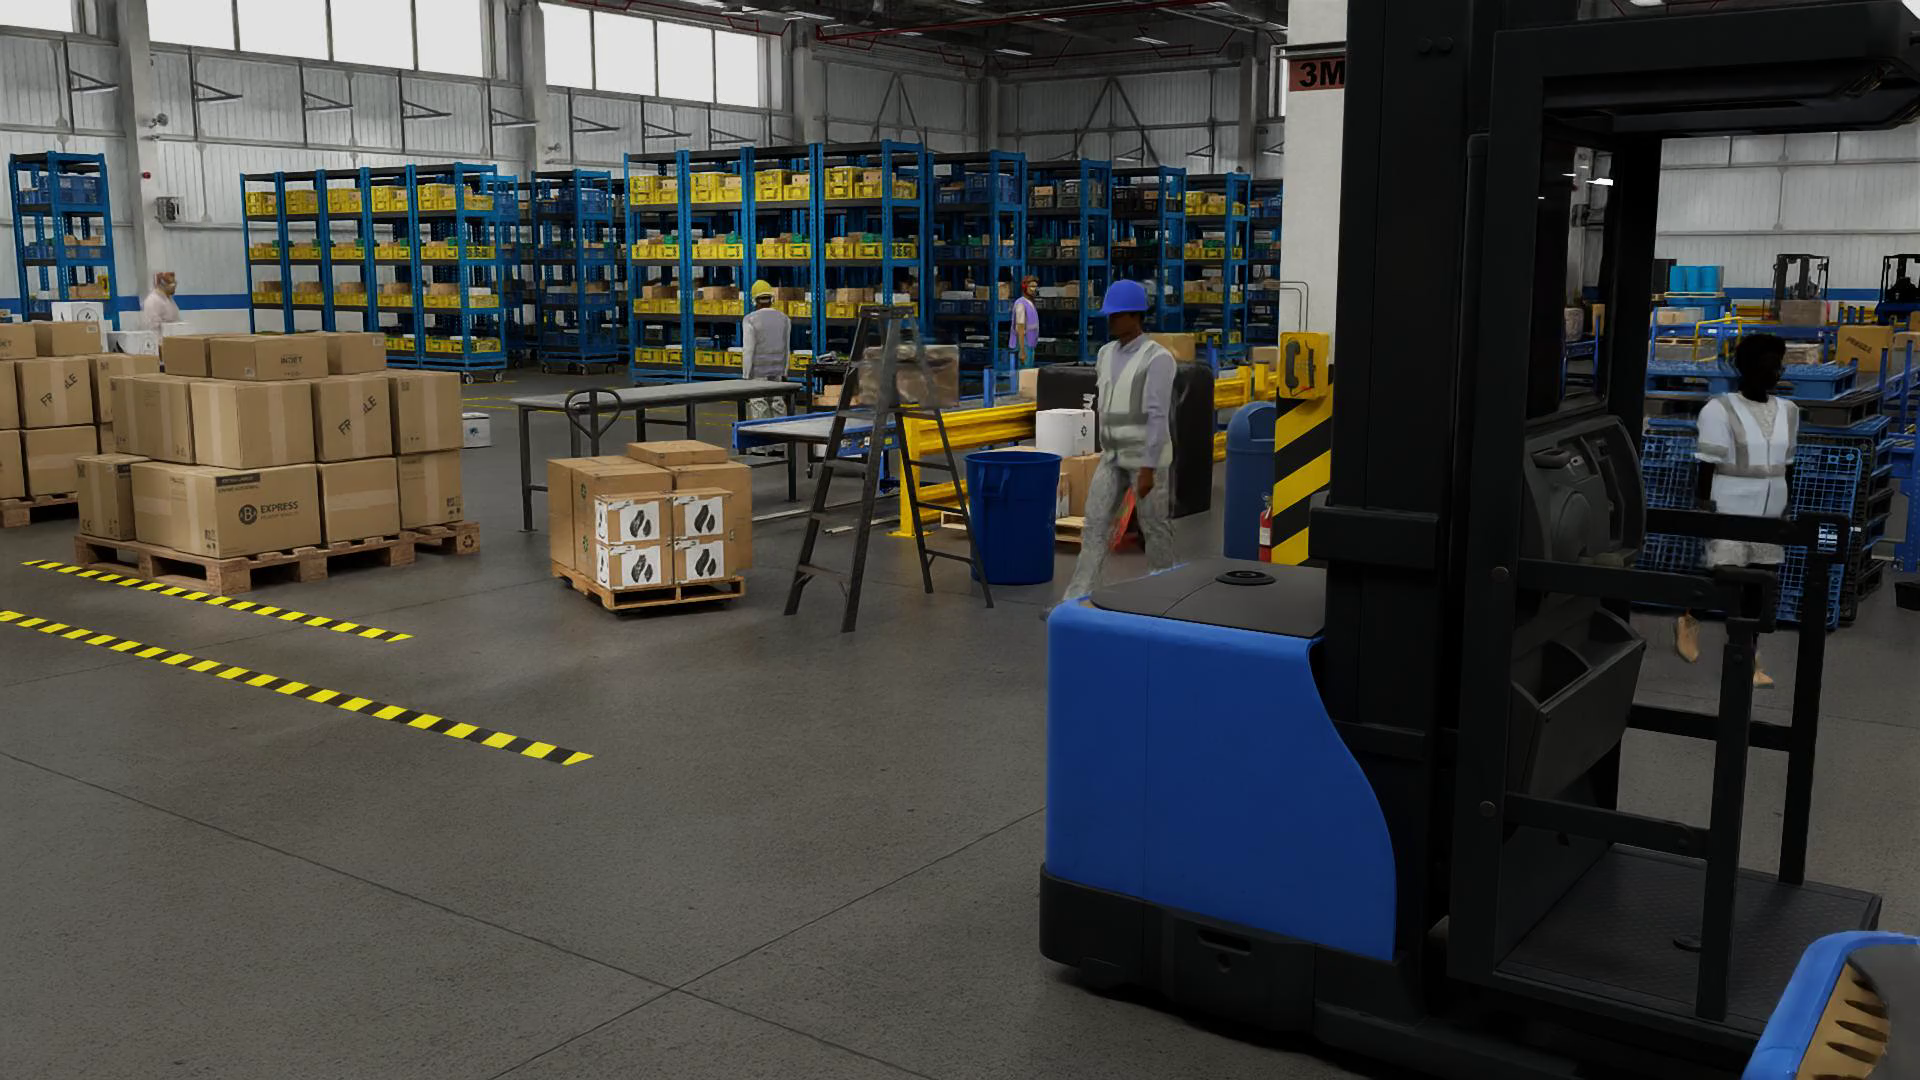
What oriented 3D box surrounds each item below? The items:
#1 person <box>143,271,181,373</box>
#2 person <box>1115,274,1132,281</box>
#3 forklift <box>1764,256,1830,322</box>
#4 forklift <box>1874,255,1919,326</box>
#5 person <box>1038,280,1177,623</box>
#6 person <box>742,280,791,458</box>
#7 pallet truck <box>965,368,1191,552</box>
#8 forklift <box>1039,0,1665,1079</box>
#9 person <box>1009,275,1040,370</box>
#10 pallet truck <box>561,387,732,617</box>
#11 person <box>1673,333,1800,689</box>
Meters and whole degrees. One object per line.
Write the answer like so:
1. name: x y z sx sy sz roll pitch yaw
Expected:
1. person: -10.043 -2.438 21.009 0.459 1.886 0.662 -1 10 -4
2. person: 3.012 -4.107 31.130 0.404 1.829 0.591 -4 10 -25
3. forklift: 20.253 -5.854 40.139 1.157 1.987 2.680 7 12 35
4. forklift: 22.089 -5.634 38.796 1.157 1.987 2.680 6 11 33
5. person: 0.825 -0.433 8.986 0.909 1.909 0.644 -7 12 -34
6. person: -1.984 -1.707 16.826 0.404 1.829 0.600 9 13 43
7. pallet truck: 0.845 -0.609 11.869 1.630 1.274 0.653 7 12 35
8. forklift: 1.249 -0.137 4.360 1.873 2.768 1.129 7 12 35
9. person: 0.804 -2.375 20.769 0.373 1.840 0.572 2 10 13
10. pallet truck: -1.981 -0.274 10.088 0.680 1.201 1.601 -5 11 -28
11. person: 3.730 -0.148 7.945 0.548 1.686 0.448 -2 10 -13
